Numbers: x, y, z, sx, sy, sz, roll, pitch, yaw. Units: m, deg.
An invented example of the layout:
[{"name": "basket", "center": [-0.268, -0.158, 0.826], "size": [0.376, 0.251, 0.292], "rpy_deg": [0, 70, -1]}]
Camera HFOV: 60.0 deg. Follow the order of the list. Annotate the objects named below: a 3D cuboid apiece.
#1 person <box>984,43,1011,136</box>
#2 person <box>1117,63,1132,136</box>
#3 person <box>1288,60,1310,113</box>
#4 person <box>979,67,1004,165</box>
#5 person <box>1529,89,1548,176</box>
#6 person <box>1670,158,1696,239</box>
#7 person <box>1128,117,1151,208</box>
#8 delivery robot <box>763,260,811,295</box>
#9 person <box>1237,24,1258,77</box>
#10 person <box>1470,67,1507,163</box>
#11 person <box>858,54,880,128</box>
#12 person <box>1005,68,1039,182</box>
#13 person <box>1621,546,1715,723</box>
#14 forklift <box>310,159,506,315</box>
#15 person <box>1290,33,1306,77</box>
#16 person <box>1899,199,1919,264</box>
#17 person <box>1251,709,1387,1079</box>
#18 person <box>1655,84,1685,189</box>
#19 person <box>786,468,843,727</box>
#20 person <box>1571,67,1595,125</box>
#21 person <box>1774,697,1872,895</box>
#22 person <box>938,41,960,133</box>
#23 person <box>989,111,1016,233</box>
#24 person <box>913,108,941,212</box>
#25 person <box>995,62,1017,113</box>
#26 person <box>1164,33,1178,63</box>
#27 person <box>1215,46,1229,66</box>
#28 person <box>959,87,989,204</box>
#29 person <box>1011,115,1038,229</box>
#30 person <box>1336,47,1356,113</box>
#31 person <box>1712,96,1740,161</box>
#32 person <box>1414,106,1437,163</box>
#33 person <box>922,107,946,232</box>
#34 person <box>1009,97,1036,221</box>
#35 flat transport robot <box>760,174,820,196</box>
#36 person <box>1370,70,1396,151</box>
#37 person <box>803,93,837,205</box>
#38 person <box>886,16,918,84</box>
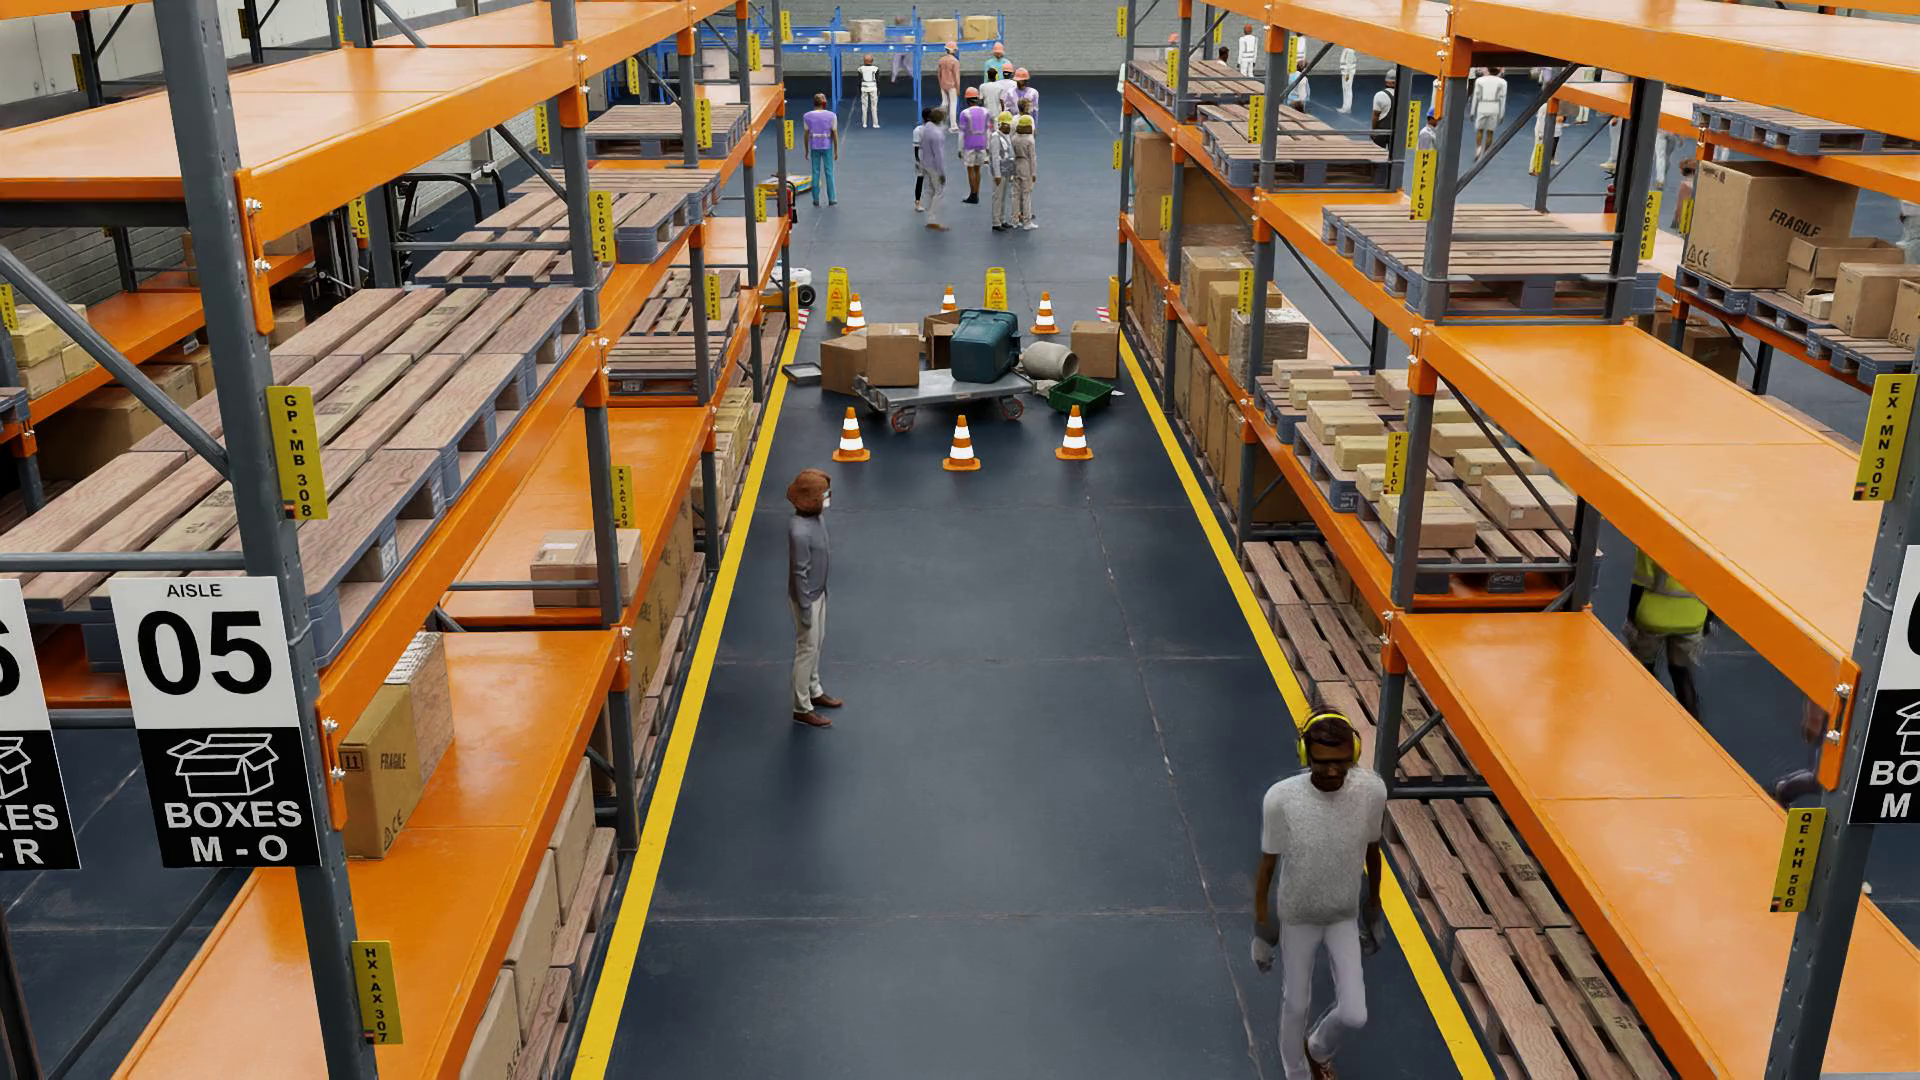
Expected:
[{"name": "person", "center": [0.833, -9.936, 36.683], "size": [0.622, 1.990, 0.402], "rpy_deg": [-4, 21, -12]}, {"name": "person", "center": [3.681, -9.871, 36.734], "size": [0.404, 1.832, 0.579], "rpy_deg": [-4, 21, -10]}, {"name": "person", "center": [7.009, -8.995, 34.429], "size": [0.430, 1.835, 0.621], "rpy_deg": [-3, 21, -7]}, {"name": "person", "center": [0.619, -8.244, 32.383], "size": [0.521, 1.870, 0.319], "rpy_deg": [4, 21, 9]}, {"name": "person", "center": [10.888, -7.628, 31.096], "size": [0.280, 1.624, 0.494], "rpy_deg": [10, 23, 24]}, {"name": "person", "center": [9.760, -4.315, 22.343], "size": [0.584, 1.608, 0.494], "rpy_deg": [-18, 27, -40]}, {"name": "person", "center": [2.971, -6.399, 27.589], "size": [0.415, 1.809, 0.548], "rpy_deg": [14, 25, 32]}, {"name": "delivery robot", "center": [-2.249, -3.274, 20.945], "size": [0.707, 0.478, 0.477], "rpy_deg": [-9, 22, -22]}, {"name": "person", "center": [7.624, -12.729, 44.216], "size": [0.585, 1.882, 0.337], "rpy_deg": [-11, 23, -27]}, {"name": "person", "center": [10.339, -8.392, 32.565], "size": [0.659, 2.015, 0.425], "rpy_deg": [9, 23, 23]}, {"name": "person", "center": [-2.072, -10.244, 37.983], "size": [0.514, 1.645, 0.309], "rpy_deg": [4, 21, 11]}, {"name": "person", "center": [1.124, -7.562, 30.342], "size": [0.609, 2.040, 0.395], "rpy_deg": [4, 21, 10]}, {"name": "person", "center": [4.120, 0.473, 9.598], "size": [0.538, 1.681, 0.571], "rpy_deg": [0, 21, 0]}, {"name": "forklift", "center": [-5.622, -2.910, 17.832], "size": [2.313, 2.155, 1.214], "rpy_deg": [-1, 21, -1]}, {"name": "person", "center": [9.011, -12.784, 44.403], "size": [0.562, 1.864, 0.413], "rpy_deg": [-9, 23, -23]}, {"name": "person", "center": [12.727, -4.335, 21.962], "size": [0.535, 1.925, 0.656], "rpy_deg": [1, 21, 1]}, {"name": "person", "center": [1.427, 1.522, 6.586], "size": [0.569, 1.856, 0.380], "rpy_deg": [-1, 21, -4]}, {"name": "person", "center": [12.647, -7.253, 29.750], "size": [0.633, 1.893, 1.014], "rpy_deg": [3, 21, 9]}, {"name": "person", "center": [-0.894, 0.340, 10.038], "size": [0.287, 1.626, 0.508], "rpy_deg": [2, 21, 6]}, {"name": "person", "center": [14.523, -10.490, 38.662], "size": [0.507, 1.623, 0.288], "rpy_deg": [-14, 25, -32]}, {"name": "person", "center": [4.526, 0.875, 8.442], "size": [0.532, 1.748, 0.660], "rpy_deg": [-2, 21, -5]}, {"name": "person", "center": [-0.217, -10.109, 37.144], "size": [0.392, 1.991, 0.613], "rpy_deg": [-19, 28, -41]}, {"name": "person", "center": [0.664, -5.689, 25.689], "size": [0.404, 1.827, 0.590], "rpy_deg": [8, 22, 19]}, {"name": "person", "center": [-0.537, -6.272, 27.423], "size": [0.533, 1.691, 0.321], "rpy_deg": [-13, 24, -31]}, {"name": "person", "center": [0.916, -8.379, 32.665], "size": [0.556, 1.928, 0.395], "rpy_deg": [5, 21, 12]}, {"name": "person", "center": [5.599, -12.331, 43.395], "size": [0.564, 1.725, 0.818], "rpy_deg": [11, 23, 27]}, {"name": "person", "center": [5.725, -9.924, 36.777], "size": [0.407, 1.907, 0.597], "rpy_deg": [-5, 21, -13]}, {"name": "person", "center": [0.209, -6.679, 28.178], "size": [0.562, 1.917, 0.427], "rpy_deg": [-12, 24, -28]}, {"name": "person", "center": [1.000, -5.734, 25.924], "size": [0.489, 1.744, 0.295], "rpy_deg": [17, 27, 38]}, {"name": "person", "center": [9.492, -11.490, 40.875], "size": [0.430, 1.938, 0.601], "rpy_deg": [-1, 21, -1]}, {"name": "person", "center": [14.137, -7.661, 30.858], "size": [0.584, 1.858, 0.737], "rpy_deg": [3, 21, 9]}, {"name": "person", "center": [7.142, -5.649, 25.430], "size": [0.403, 1.937, 0.604], "rpy_deg": [8, 22, 20]}, {"name": "person", "center": [-0.415, -5.723, 25.703], "size": [0.382, 1.902, 0.669], "rpy_deg": [-7, 22, -18]}, {"name": "person", "center": [1.010, -6.097, 26.610], "size": [0.367, 1.940, 0.634], "rpy_deg": [12, 24, 28]}, {"name": "flat transport robot", "center": [-3.057, -6.271, 29.390], "size": [0.652, 0.197, 1.431], "rpy_deg": [7, 22, 17]}, {"name": "person", "center": [7.713, -7.450, 30.046], "size": [0.689, 2.000, 0.539], "rpy_deg": [-4, 21, -11]}, {"name": "person", "center": [-2.339, -6.552, 27.947], "size": [0.564, 1.841, 0.391], "rpy_deg": [0, 21, 1]}, {"name": "person", "center": [-1.663, -14.061, 47.756], "size": [0.887, 1.878, 0.653], "rpy_deg": [-2, 21, -6]}]
